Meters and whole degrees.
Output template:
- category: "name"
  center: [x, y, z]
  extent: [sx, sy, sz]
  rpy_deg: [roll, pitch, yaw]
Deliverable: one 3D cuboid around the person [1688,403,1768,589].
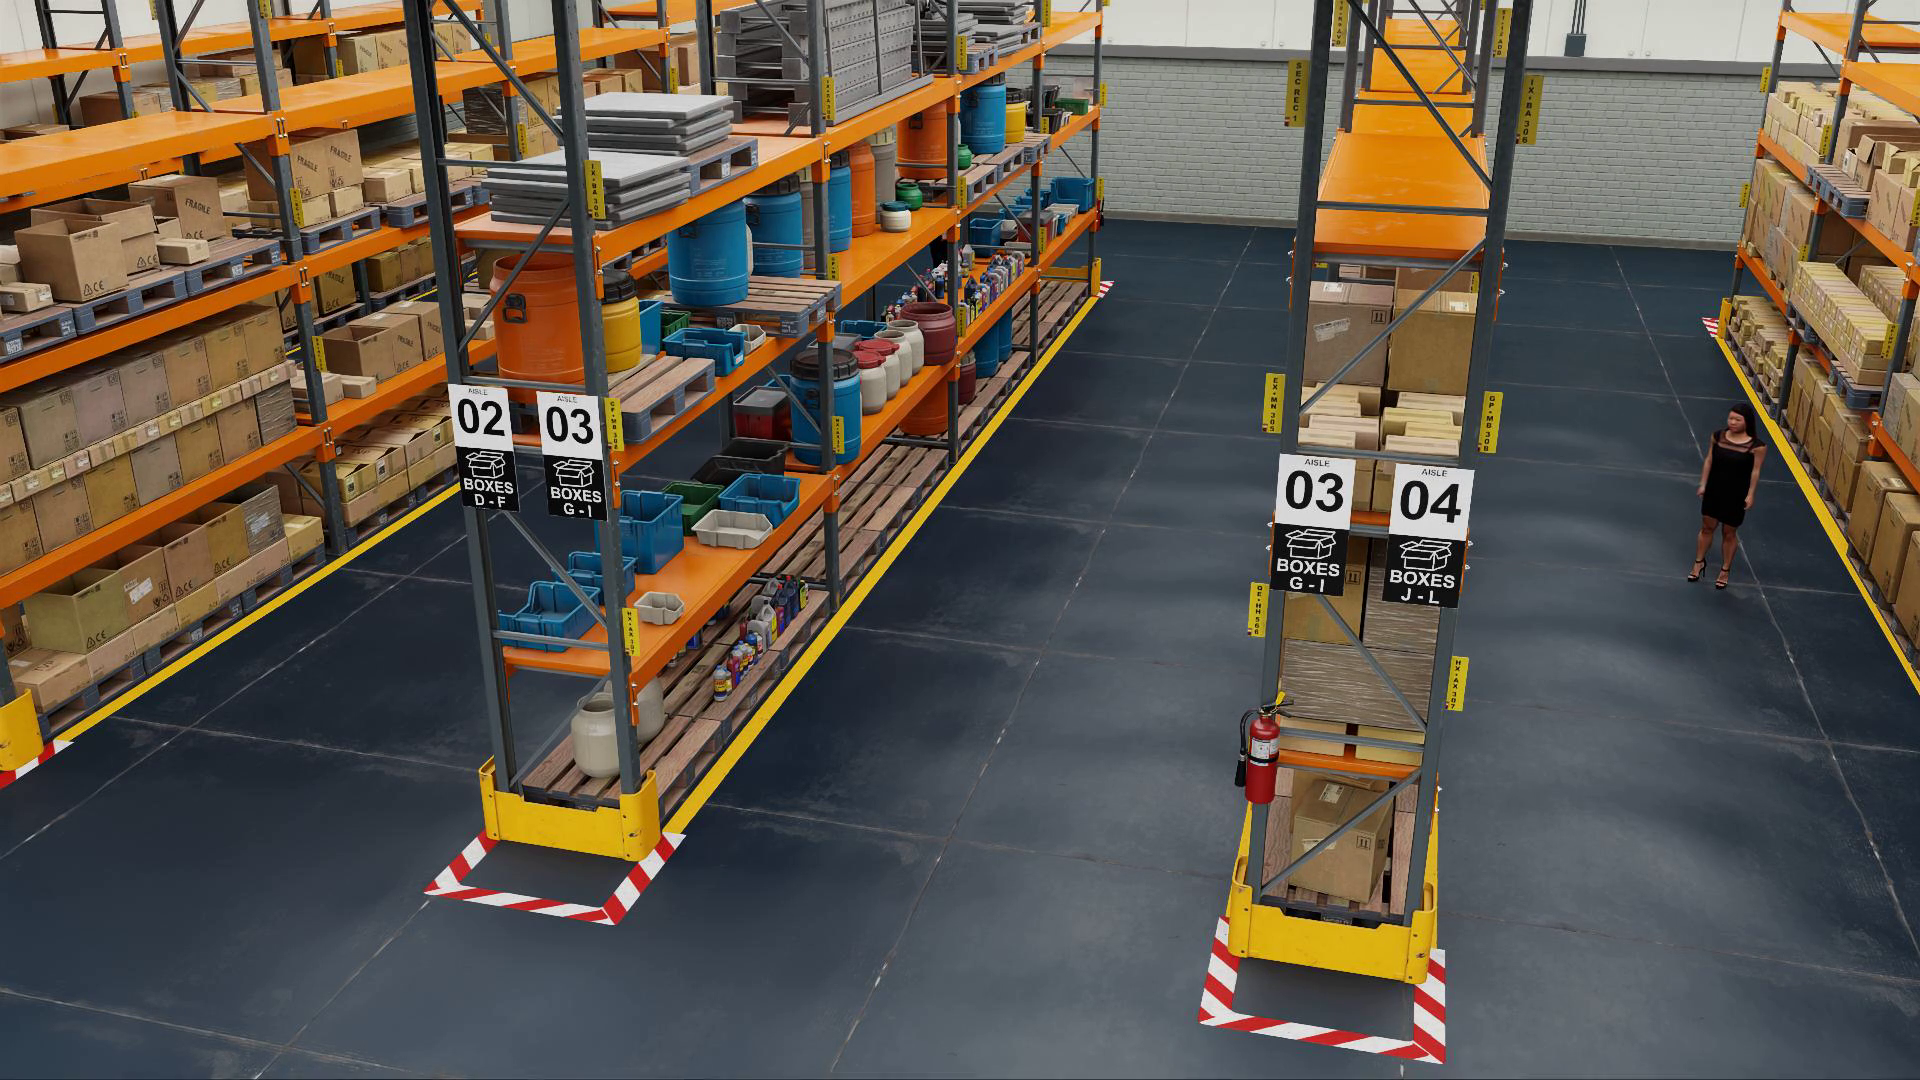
- category: "person"
  center: [6.847, -0.404, 14.853]
  extent: [0.778, 1.718, 0.758]
  rpy_deg: [-20, 29, -39]
